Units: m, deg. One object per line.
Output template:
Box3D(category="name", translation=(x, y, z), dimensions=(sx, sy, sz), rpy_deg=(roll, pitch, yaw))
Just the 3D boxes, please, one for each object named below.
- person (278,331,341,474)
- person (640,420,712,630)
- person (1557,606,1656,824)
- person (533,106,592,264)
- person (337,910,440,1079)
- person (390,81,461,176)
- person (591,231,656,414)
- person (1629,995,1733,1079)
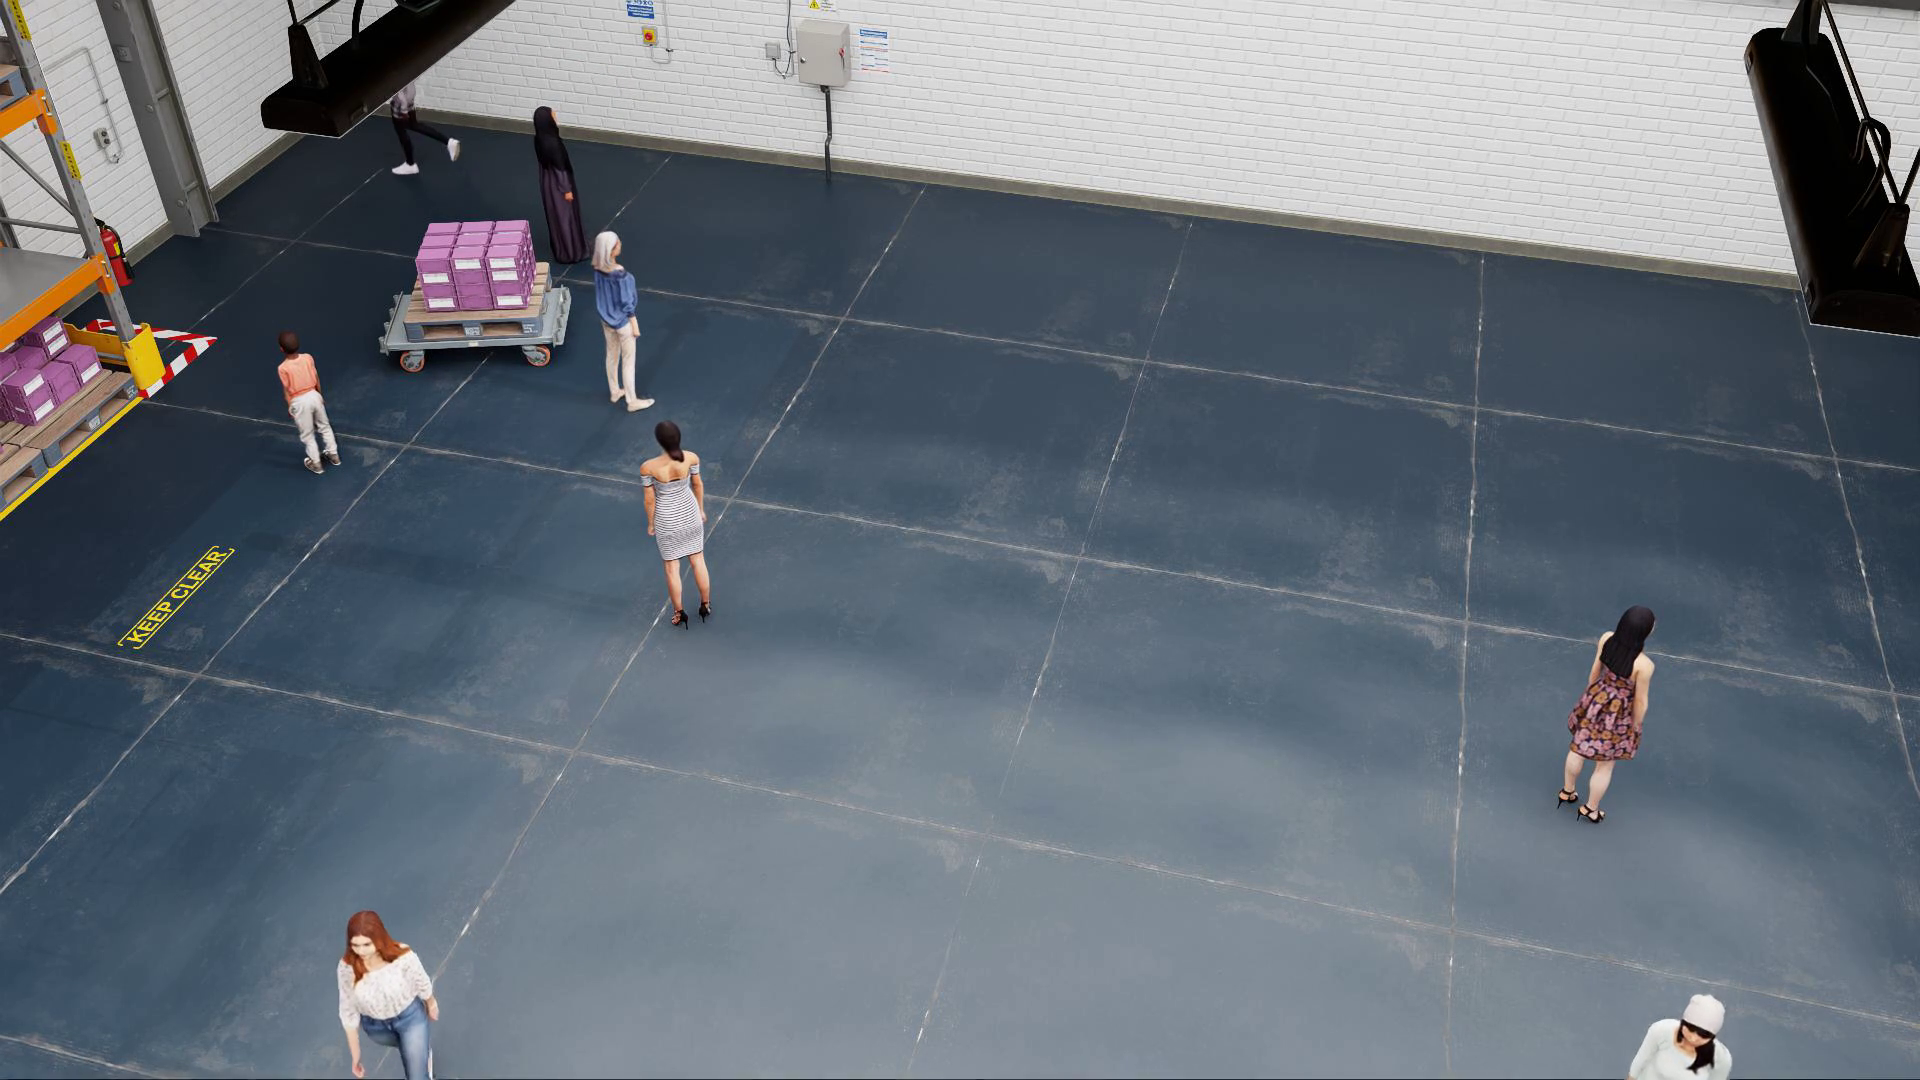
Box3D(category="person", translation=(-5.428, -1.153, 13.801), dimensions=(0.605, 1.310, 0.516), rpy_deg=(28, 46, 31))
Box3D(category="person", translation=(-2.044, -0.108, 12.083), dimensions=(0.671, 1.821, 0.709), rpy_deg=(-15, 41, -18))
Box3D(category="person", translation=(4.138, 1.111, 10.594), dimensions=(0.863, 1.774, 0.805), rpy_deg=(-21, 43, -24))
Box3D(category="person", translation=(-4.017, -3.554, 16.563), dimensions=(0.767, 1.613, 0.713), rpy_deg=(-22, 43, -25))
Box3D(category="person", translation=(-3.021, 2.503, 8.921), dimensions=(0.856, 1.687, 1.180), rpy_deg=(-3, 39, -4))
Box3D(category="person", translation=(-5.911, -4.757, 17.959), dimensions=(0.942, 1.751, 1.055), rpy_deg=(-3, 39, -4))
Box3D(category="person", translation=(-2.975, -1.907, 14.435), dimensions=(0.704, 1.697, 0.712), rpy_deg=(29, 47, 32))
Box3D(category="person", translation=(3.640, 2.836, 8.542), dimensions=(0.640, 1.639, 0.679), rpy_deg=(19, 42, 22))
